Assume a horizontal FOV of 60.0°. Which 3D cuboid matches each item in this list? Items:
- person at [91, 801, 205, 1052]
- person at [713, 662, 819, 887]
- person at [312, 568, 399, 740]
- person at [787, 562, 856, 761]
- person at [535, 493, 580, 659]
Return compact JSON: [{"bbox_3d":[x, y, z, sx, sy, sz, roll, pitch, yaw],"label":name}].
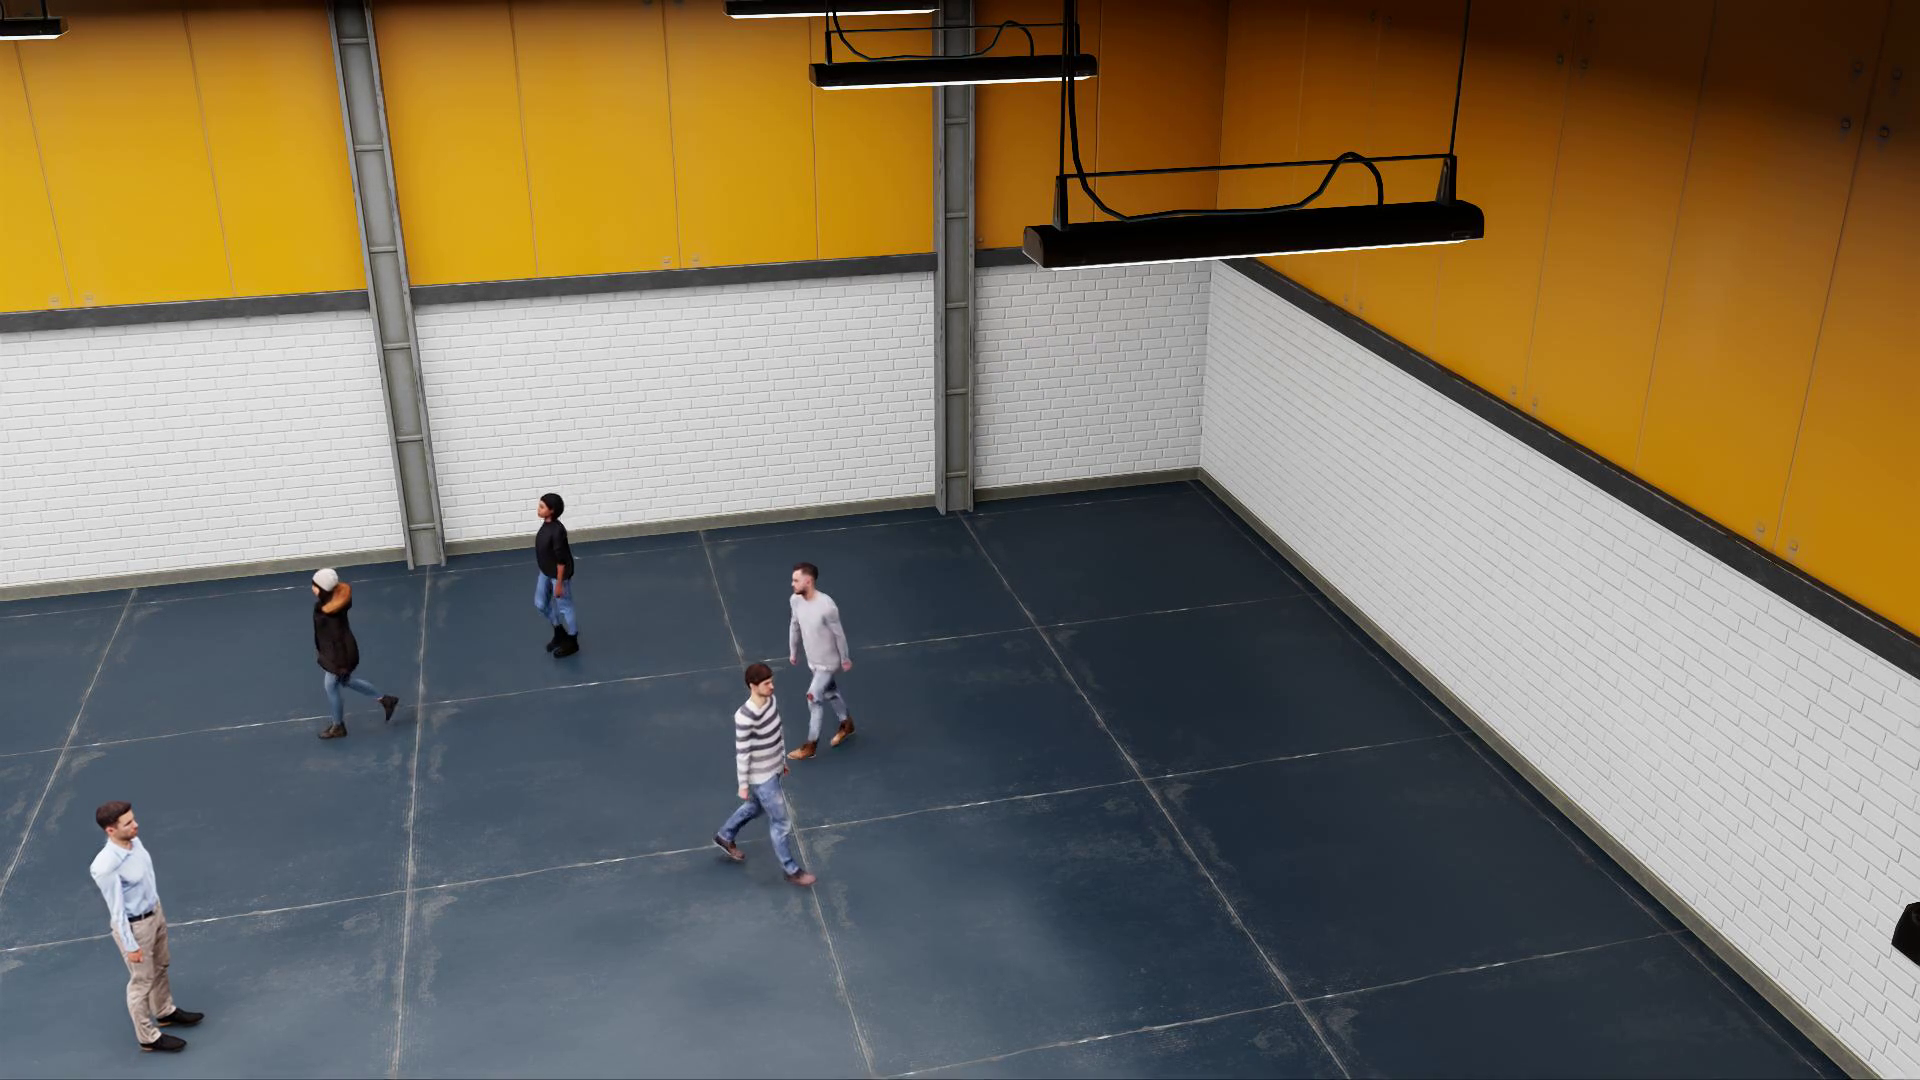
[{"bbox_3d":[-5.362,2.492,10.859,0.651,1.846,0.669,-2,24,-4],"label":"person"},{"bbox_3d":[-1.573,1.751,12.595,1.259,1.813,1.096,8,25,19],"label":"person"},{"bbox_3d":[-5.379,0.978,14.608,0.912,1.617,0.620,-6,24,-14],"label":"person"},{"bbox_3d":[-1.116,0.994,14.343,0.980,1.799,1.138,19,30,37],"label":"person"},{"bbox_3d":[-3.799,0.326,16.015,0.689,1.684,0.670,-16,28,-32],"label":"person"}]
